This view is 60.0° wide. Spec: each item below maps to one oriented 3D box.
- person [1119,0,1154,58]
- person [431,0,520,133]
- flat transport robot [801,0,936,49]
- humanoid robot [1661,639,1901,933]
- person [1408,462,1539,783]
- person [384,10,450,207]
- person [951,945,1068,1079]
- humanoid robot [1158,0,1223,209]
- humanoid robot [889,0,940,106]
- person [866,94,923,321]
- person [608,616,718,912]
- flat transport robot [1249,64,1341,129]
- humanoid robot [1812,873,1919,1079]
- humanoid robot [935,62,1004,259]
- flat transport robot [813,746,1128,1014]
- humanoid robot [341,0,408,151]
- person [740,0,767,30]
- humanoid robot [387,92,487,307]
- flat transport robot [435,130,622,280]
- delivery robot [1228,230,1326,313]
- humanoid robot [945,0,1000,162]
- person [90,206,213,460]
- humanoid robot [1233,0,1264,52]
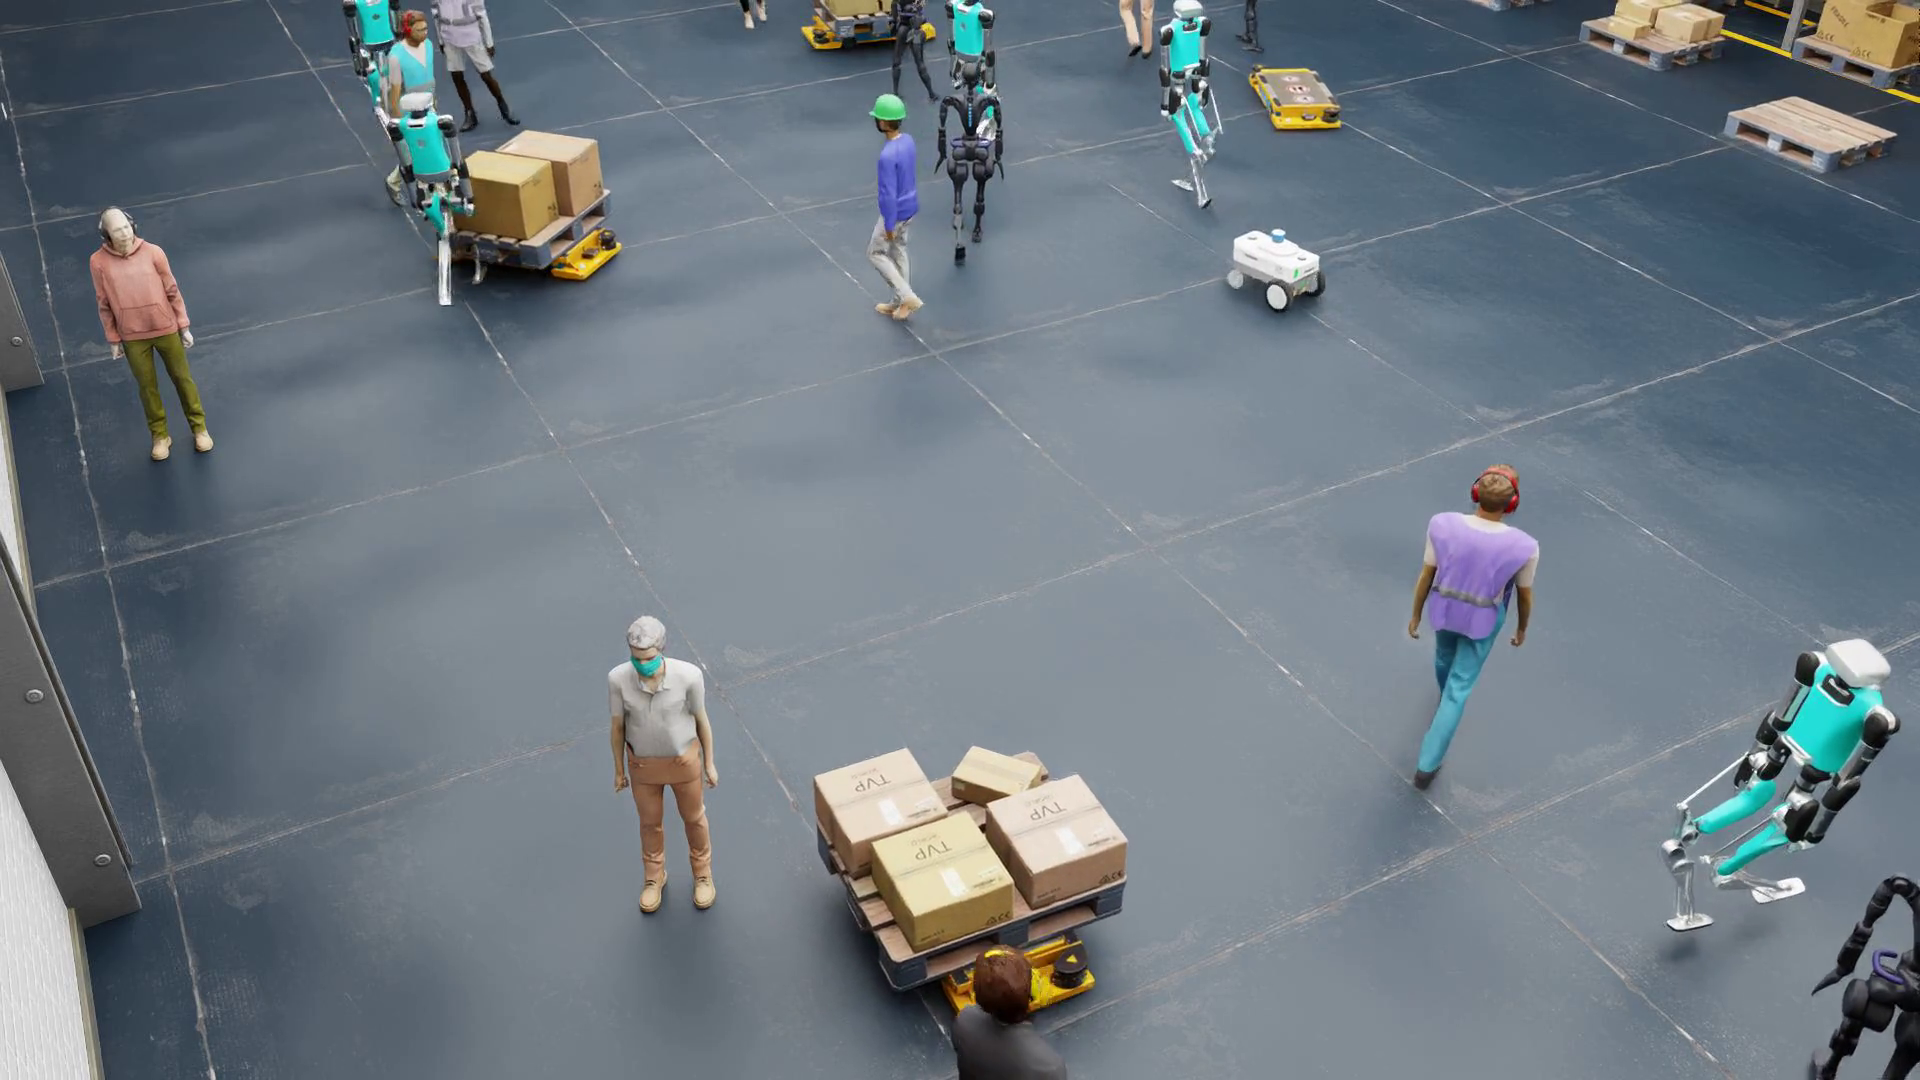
[{"bbox_3d":[1.967,-6.086,18.187,0.539,1.660,0.389,-2,35,-3],"label":"person"},{"bbox_3d":[-4.842,-4.972,16.414,0.641,1.899,0.692,5,35,7],"label":"person"},{"bbox_3d":[-1.055,-5.893,19.130,1.431,0.231,0.659,-11,37,-16],"label":"flat transport robot"},{"bbox_3d":[3.688,1.225,7.673,1.013,1.711,0.556,-12,37,-16],"label":"humanoid robot"},{"bbox_3d":[2.717,0.383,8.839,0.582,1.783,0.996,18,39,24],"label":"person"},{"bbox_3d":[-4.898,-3.818,14.823,0.616,1.815,0.623,9,36,13],"label":"person"},{"bbox_3d":[0.155,2.219,6.166,0.352,1.859,0.629,-29,44,-35],"label":"person"},{"bbox_3d":[2.179,-3.868,15.013,0.550,1.835,0.864,-19,39,-25],"label":"humanoid robot"},{"bbox_3d":[-0.521,-5.266,17.028,0.635,1.639,0.601,-18,39,-23],"label":"humanoid robot"},{"bbox_3d":[-0.524,-2.580,13.018,0.413,1.854,0.465,17,38,22],"label":"person"},{"bbox_3d":[-1.406,1.064,7.908,0.497,1.744,0.307,-2,35,-3],"label":"person"},{"bbox_3d":[3.478,-4.613,17.301,0.659,0.231,1.431,-2,35,-3],"label":"flat transport robot"},{"bbox_3d":[3.876,1.875,6.830,0.610,1.625,0.612,16,38,22],"label":"humanoid robot"},{"bbox_3d":[0.078,-3.232,14.130,0.601,1.647,0.693,1,35,2],"label":"humanoid robot"},{"bbox_3d":[0.041,1.757,8.207,0.659,0.231,1.431,-15,38,-20],"label":"flat transport robot"},{"bbox_3d":[-5.665,-4.660,16.122,0.546,1.761,1.012,-20,40,-26],"label":"humanoid robot"},{"bbox_3d":[-2.489,-6.730,19.103,0.547,1.667,0.357,-5,35,-7],"label":"person"},{"bbox_3d":[-4.177,-2.857,13.550,0.547,1.783,0.854,0,35,0],"label":"humanoid robot"},{"bbox_3d":[-3.719,-2.550,14.356,1.431,0.231,0.659,11,37,16],"label":"flat transport robot"},{"bbox_3d":[2.589,-2.266,13.689,0.499,0.580,0.756,-27,43,-33],"label":"delivery robot"},{"bbox_3d":[0.221,-4.455,15.821,0.548,1.735,1.043,25,42,31],"label":"humanoid robot"},{"bbox_3d":[-5.550,-1.424,11.382,0.535,1.836,0.366,-13,37,-18],"label":"person"},{"bbox_3d":[3.243,-6.300,18.488,0.602,1.651,0.546,-28,44,-34],"label":"humanoid robot"}]
